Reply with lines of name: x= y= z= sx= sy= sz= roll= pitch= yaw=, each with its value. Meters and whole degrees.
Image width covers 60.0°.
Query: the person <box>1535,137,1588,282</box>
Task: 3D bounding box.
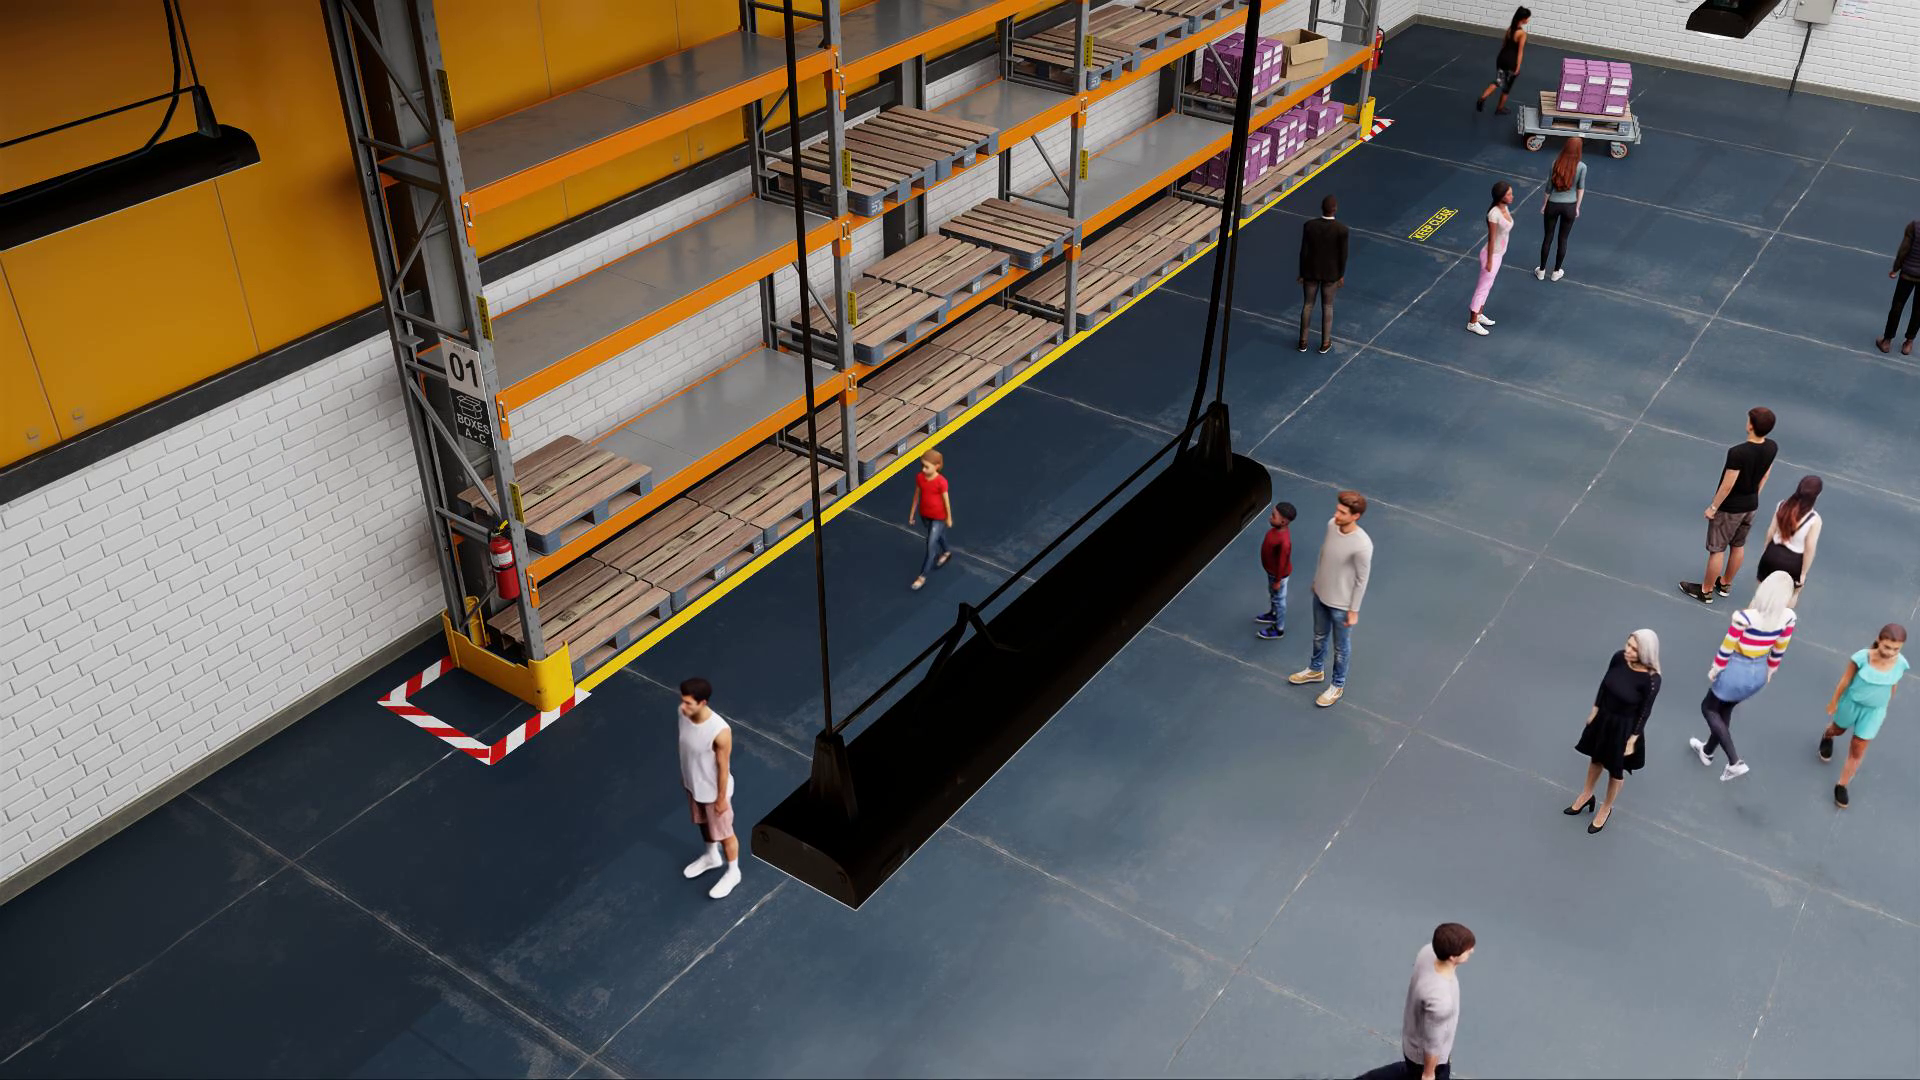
person: x=7.109 y=-3.922 z=19.691 sx=0.637 sy=1.742 sz=0.599 roll=12 pitch=35 yaw=17

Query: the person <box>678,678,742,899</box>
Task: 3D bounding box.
person: x=-1.697 y=1.640 z=11.283 sx=0.619 sy=1.787 sz=0.666 roll=-29 pitch=43 yaw=-36

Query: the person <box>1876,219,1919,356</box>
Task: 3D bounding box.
person: x=10.416 y=-2.898 z=18.066 sx=0.755 sy=1.835 sz=0.681 roll=11 pitch=35 yaw=16

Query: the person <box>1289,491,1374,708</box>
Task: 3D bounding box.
person: x=2.956 y=0.429 z=12.998 sx=0.756 sy=1.904 sz=0.755 roll=-16 pitch=37 yaw=-22

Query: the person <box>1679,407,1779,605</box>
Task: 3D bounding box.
person: x=6.599 y=-0.301 z=14.135 sx=0.722 sy=1.862 sz=0.836 roll=-13 pitch=36 yaw=-19

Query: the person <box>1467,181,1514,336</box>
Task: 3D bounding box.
person: x=5.927 y=-3.166 z=18.553 sx=0.647 sy=1.742 sz=0.471 roll=18 pitch=37 yaw=24

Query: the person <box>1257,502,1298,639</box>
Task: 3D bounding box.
person: x=2.664 y=0.232 z=13.883 sx=0.637 sy=1.252 sz=0.558 roll=0 pitch=34 yaw=0

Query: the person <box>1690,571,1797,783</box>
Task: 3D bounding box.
person: x=5.771 y=1.034 z=12.191 sx=0.965 sy=1.790 sz=1.023 roll=-7 pitch=34 yaw=-10

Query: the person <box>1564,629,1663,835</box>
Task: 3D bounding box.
person: x=4.644 y=1.338 z=11.773 sx=0.715 sy=1.747 sz=0.693 roll=-15 pitch=36 yaw=-21

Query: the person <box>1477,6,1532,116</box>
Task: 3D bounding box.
person: x=8.000 y=-6.995 z=24.398 sx=1.012 sy=1.649 sz=0.906 roll=-14 pitch=36 yaw=-20

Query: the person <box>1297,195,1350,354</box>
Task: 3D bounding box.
person: x=3.932 y=-2.891 z=18.089 sx=0.720 sy=1.799 sz=0.671 roll=10 pitch=35 yaw=15

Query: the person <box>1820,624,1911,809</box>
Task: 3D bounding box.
person: x=6.625 y=1.172 z=12.225 sx=0.724 sy=1.522 sz=1.060 roll=12 pitch=35 yaw=17

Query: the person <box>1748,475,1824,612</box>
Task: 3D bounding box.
person: x=6.651 y=0.239 z=13.536 sx=0.882 sy=1.625 sz=0.695 roll=-27 pitch=42 yaw=-34

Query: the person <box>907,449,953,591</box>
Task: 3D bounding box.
person: x=-0.198 y=-0.246 z=14.578 sx=0.495 sy=1.279 sz=0.886 roll=22 pitch=40 yaw=30

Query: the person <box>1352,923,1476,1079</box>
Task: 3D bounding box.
person: x=2.560 y=2.844 z=9.437 sx=0.947 sy=1.824 sz=0.980 roll=6 pitch=34 yaw=9
